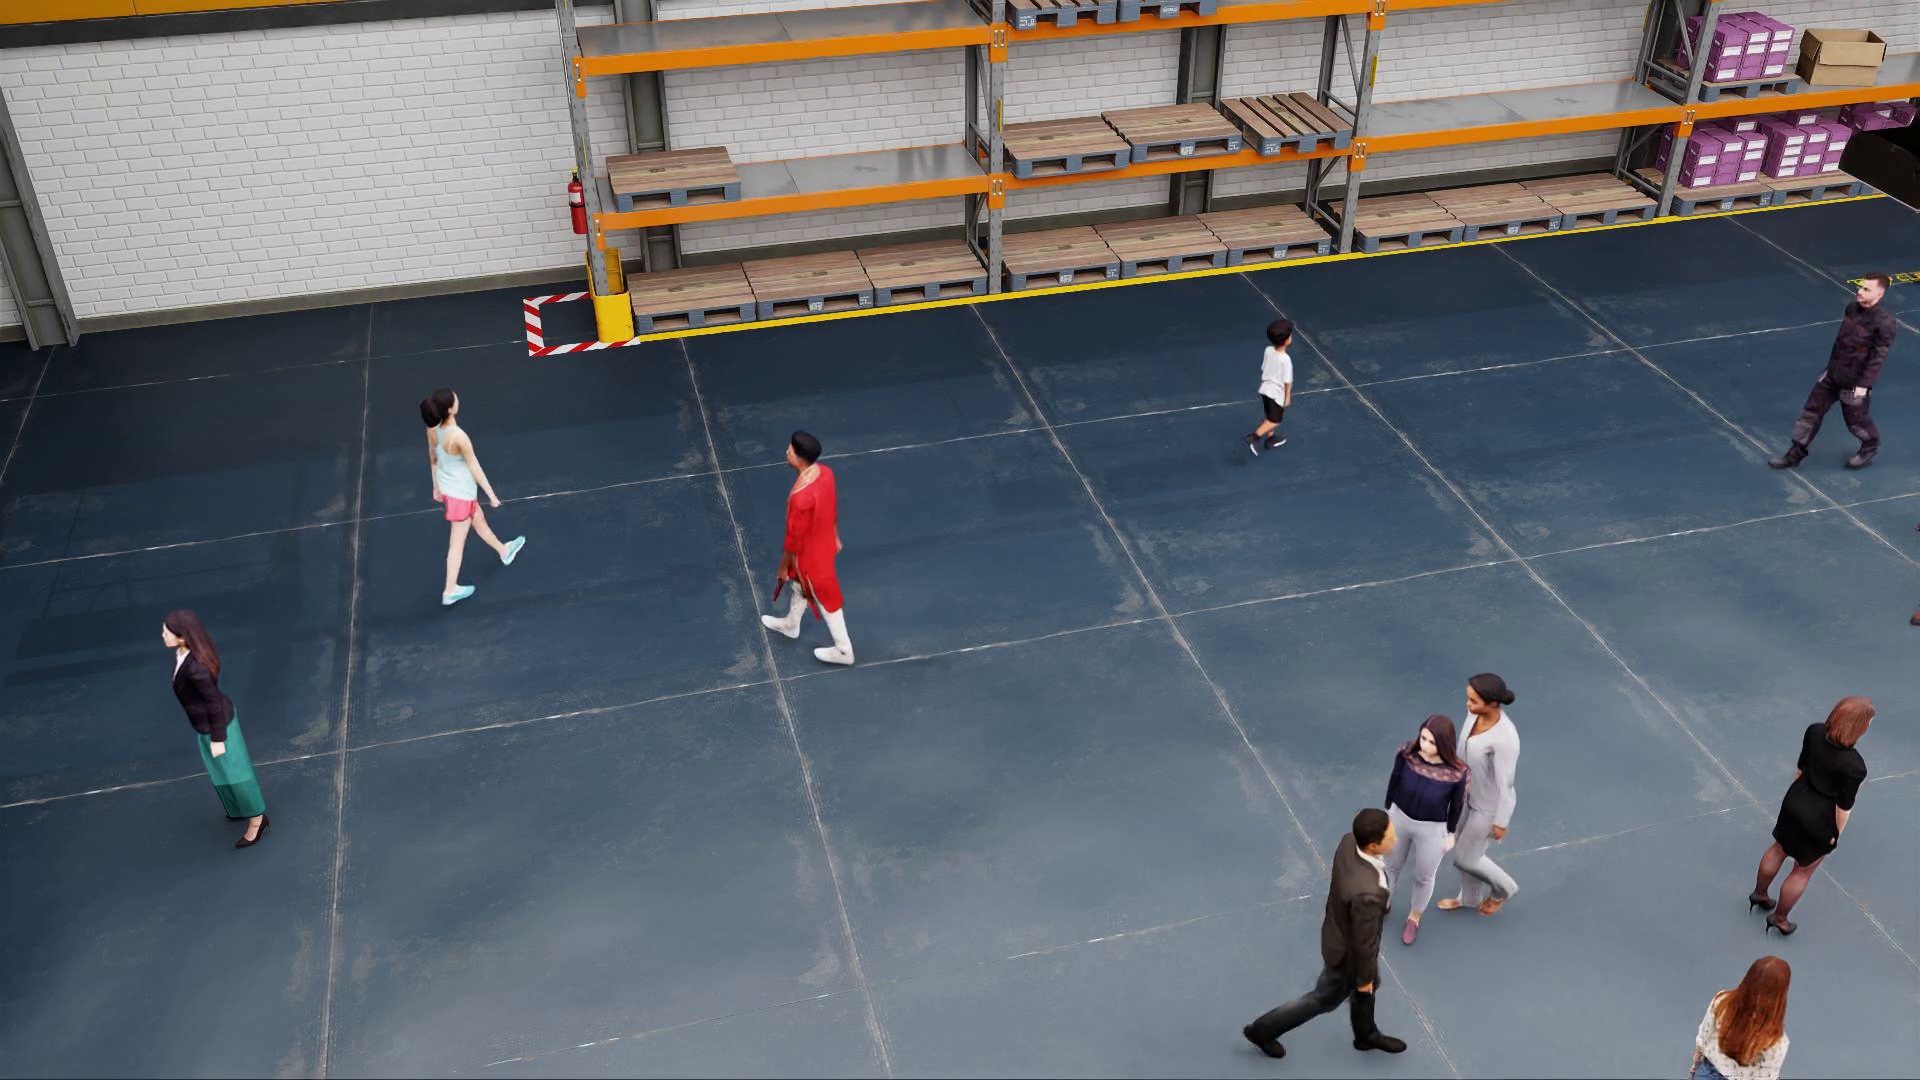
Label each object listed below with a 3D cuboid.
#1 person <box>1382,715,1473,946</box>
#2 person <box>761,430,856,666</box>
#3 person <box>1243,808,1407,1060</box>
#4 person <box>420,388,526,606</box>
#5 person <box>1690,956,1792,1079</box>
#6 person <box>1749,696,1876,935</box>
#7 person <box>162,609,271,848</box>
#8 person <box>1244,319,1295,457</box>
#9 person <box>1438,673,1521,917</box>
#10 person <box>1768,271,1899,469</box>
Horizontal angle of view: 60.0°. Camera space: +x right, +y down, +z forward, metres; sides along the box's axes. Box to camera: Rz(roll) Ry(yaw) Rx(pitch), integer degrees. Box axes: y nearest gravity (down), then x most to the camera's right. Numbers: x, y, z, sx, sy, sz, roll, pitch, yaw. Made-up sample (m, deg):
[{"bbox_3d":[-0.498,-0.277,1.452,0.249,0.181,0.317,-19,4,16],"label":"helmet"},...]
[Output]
[{"bbox_3d":[2.632,1.657,9.581,0.678,1.607,0.712,23,40,30],"label":"person"},{"bbox_3d":[-0.920,0.091,11.714,1.157,1.854,1.019,10,35,14],"label":"person"},{"bbox_3d":[1.957,2.113,8.743,1.241,1.774,0.950,3,34,4],"label":"person"},{"bbox_3d":[-3.797,-0.288,12.400,1.041,1.724,1.174,23,40,30],"label":"person"},{"bbox_3d":[3.619,2.675,7.949,0.683,1.718,0.669,-18,37,-25],"label":"person"},{"bbox_3d":[4.911,1.585,9.604,0.505,1.701,0.587,-10,35,-15],"label":"person"},{"bbox_3d":[-4.578,1.143,10.235,0.609,1.739,0.675,-17,37,-24],"label":"person"},{"bbox_3d":[2.678,-1.293,14.344,0.773,1.248,0.578,-16,37,-23],"label":"person"},{"bbox_3d":[3.140,1.500,9.723,0.746,1.711,0.730,-7,34,-11],"label":"person"},{"bbox_3d":[7.578,-1.393,13.982,1.198,1.815,0.711,-8,34,-12],"label":"person"}]
